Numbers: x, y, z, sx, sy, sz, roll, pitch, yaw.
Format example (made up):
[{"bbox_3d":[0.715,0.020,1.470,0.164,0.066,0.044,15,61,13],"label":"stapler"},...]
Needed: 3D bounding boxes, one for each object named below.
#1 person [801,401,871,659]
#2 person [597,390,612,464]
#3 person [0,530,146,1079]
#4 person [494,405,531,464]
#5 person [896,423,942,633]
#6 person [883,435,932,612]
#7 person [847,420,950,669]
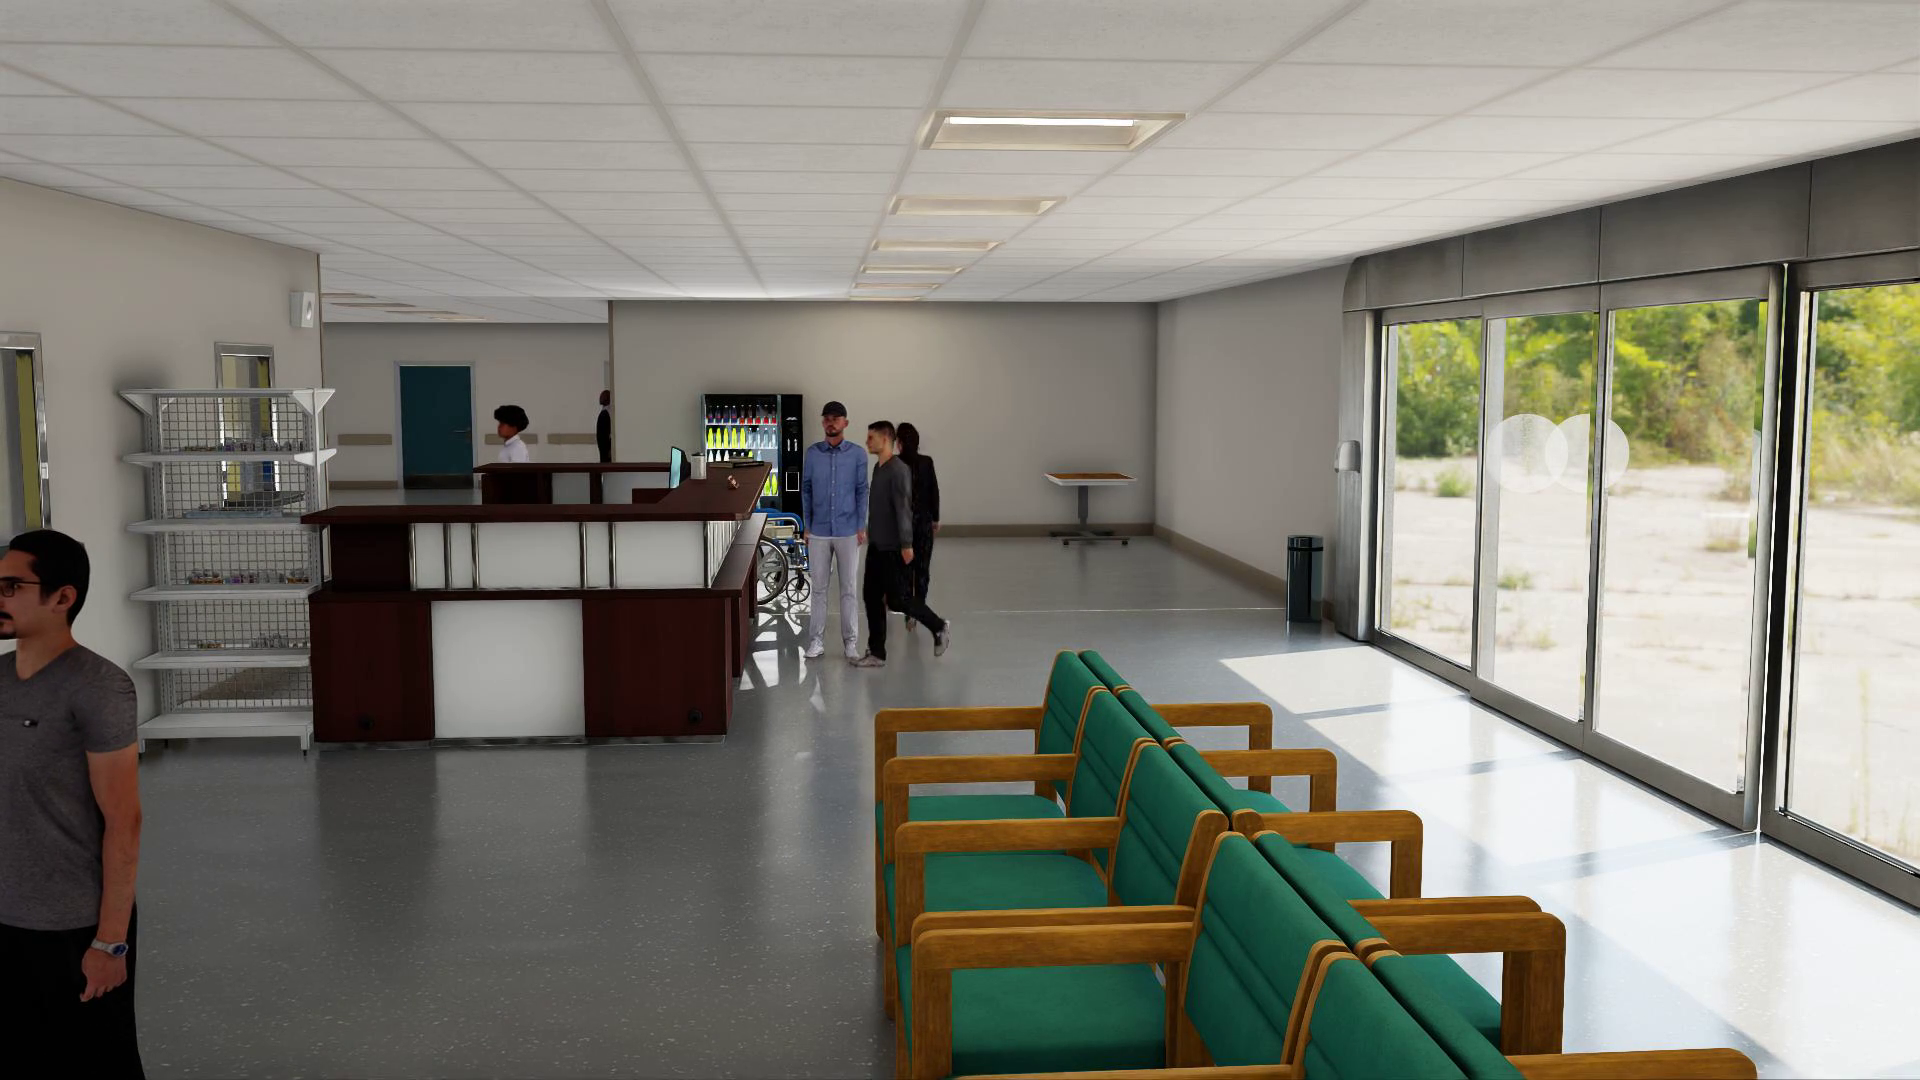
[{"bbox_3d":[-0.926,-0.079,12.247,0.544,1.888,0.736,0,6,2],"label":"person"},{"bbox_3d":[-5.633,-1.502,26.697,0.722,1.828,0.735,-4,7,-33],"label":"person"},{"bbox_3d":[-2.028,0.844,3.742,0.652,1.754,0.764,3,6,25],"label":"person"},{"bbox_3d":[-4.040,-0.337,15.290,0.947,1.793,0.815,-3,6,-26],"label":"person"},{"bbox_3d":[-0.361,-0.057,13.086,0.979,1.677,0.705,0,6,-3],"label":"person"},{"bbox_3d":[-0.424,-0.117,13.989,0.906,1.616,0.819,-2,6,-22],"label":"person"},{"bbox_3d":[-0.427,0.048,11.734,1.111,1.739,0.915,-4,7,-32],"label":"person"}]
